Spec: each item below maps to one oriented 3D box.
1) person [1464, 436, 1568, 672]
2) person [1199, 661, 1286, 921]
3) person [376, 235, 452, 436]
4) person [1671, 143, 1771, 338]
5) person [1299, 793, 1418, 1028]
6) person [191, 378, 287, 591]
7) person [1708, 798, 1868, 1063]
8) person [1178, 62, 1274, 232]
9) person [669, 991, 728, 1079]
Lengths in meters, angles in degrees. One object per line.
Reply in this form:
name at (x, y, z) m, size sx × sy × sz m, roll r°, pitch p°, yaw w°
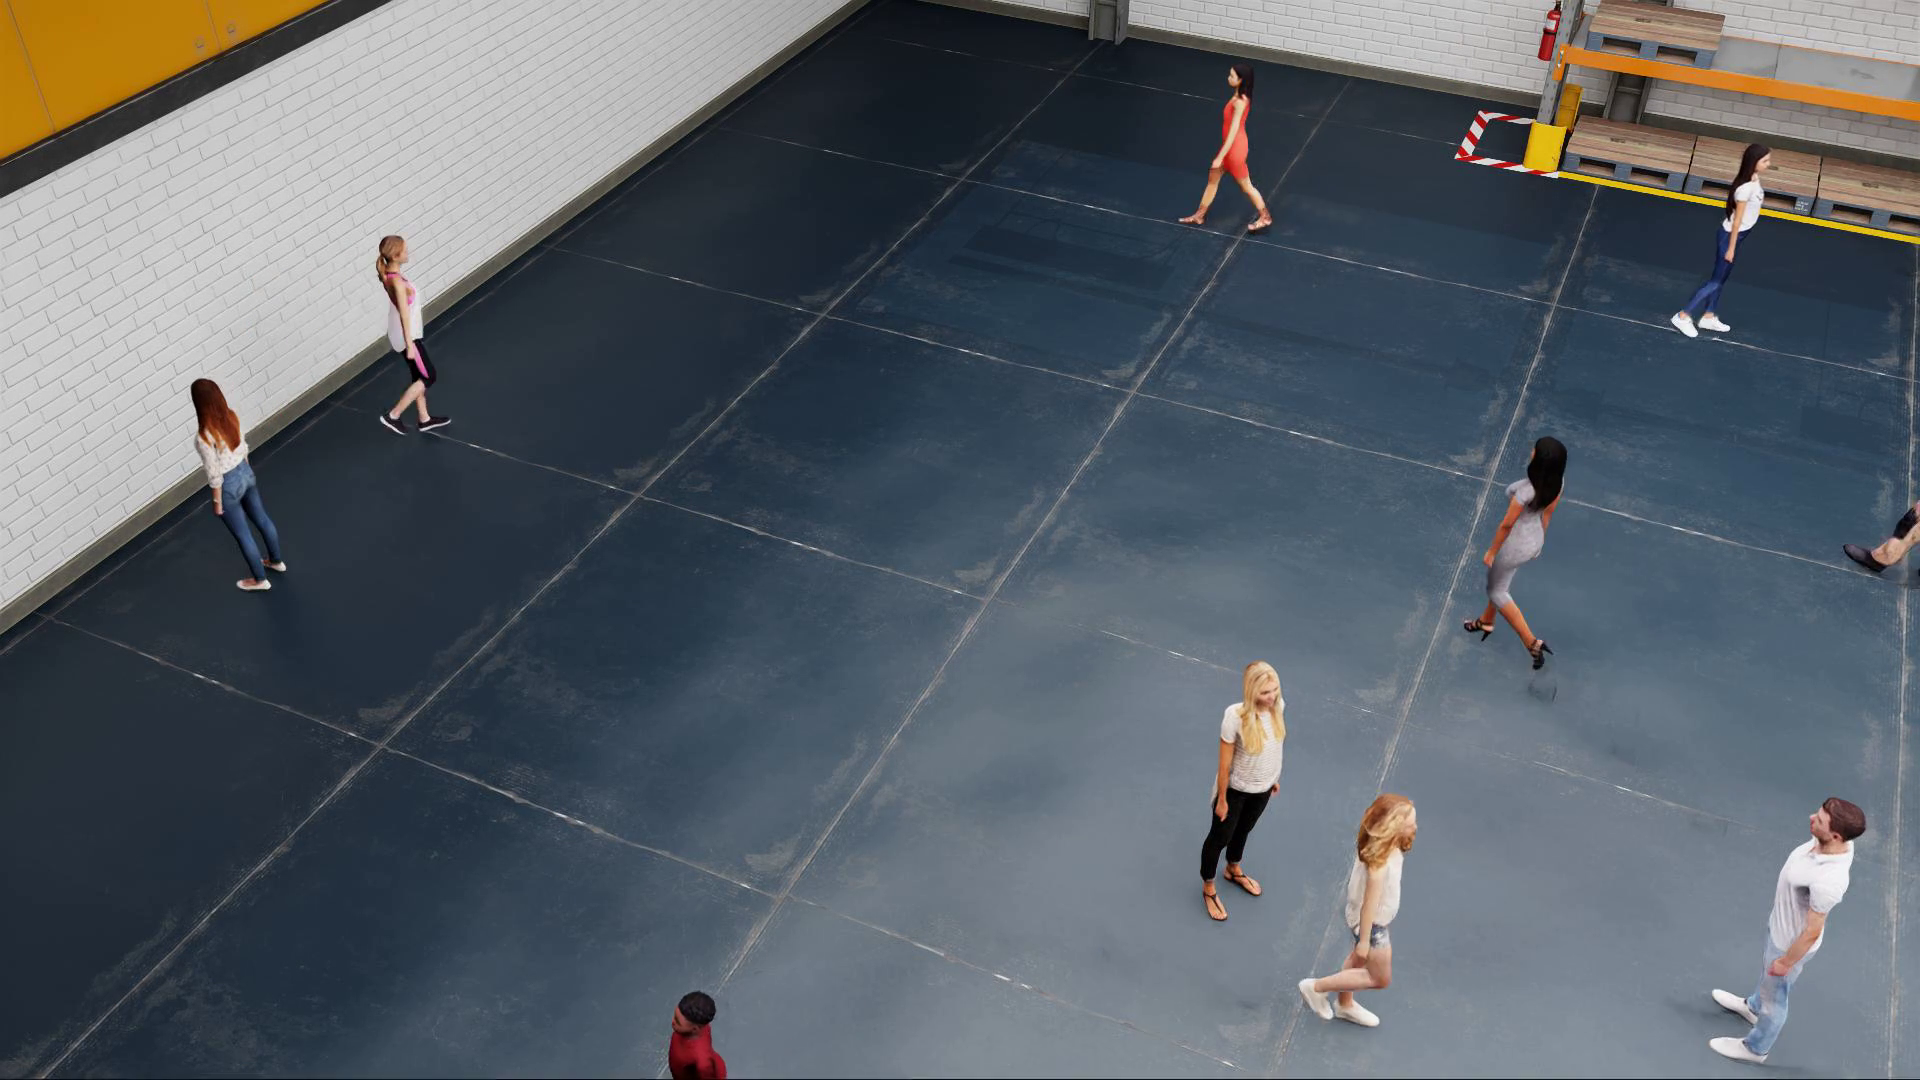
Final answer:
person at (3.735, 0.120, 10.993) m, size 0.877 × 1.762 × 1.065 m, roll -24°, pitch 44°, yaw -27°
person at (1.589, 1.377, 9.367) m, size 0.687 × 1.826 × 0.690 m, roll -24°, pitch 45°, yaw -27°
person at (-4.442, -1.552, 13.080) m, size 0.910 × 1.771 × 0.872 m, roll -23°, pitch 44°, yaw -26°
person at (6.629, -2.594, 14.377) m, size 0.716 × 1.780 × 0.608 m, roll 18°, pitch 42°, yaw 21°
person at (2.049, 1.955, 8.703) m, size 0.693 × 1.752 × 0.625 m, roll 14°, pitch 41°, yaw 16°
person at (-5.079, -0.398, 11.667) m, size 0.566 × 1.730 × 0.613 m, roll 10°, pitch 40°, yaw 12°
person at (4.302, 2.011, 8.555) m, size 0.542 × 1.850 × 0.644 m, roll 18°, pitch 42°, yaw 21°
person at (2.703, -3.684, 15.826) m, size 1.222 × 1.675 × 0.910 m, roll 1°, pitch 39°, yaw 2°
person at (-1.209, 2.648, 8.247) m, size 0.884 × 1.239 × 0.787 m, roll -9°, pitch 39°, yaw -11°
